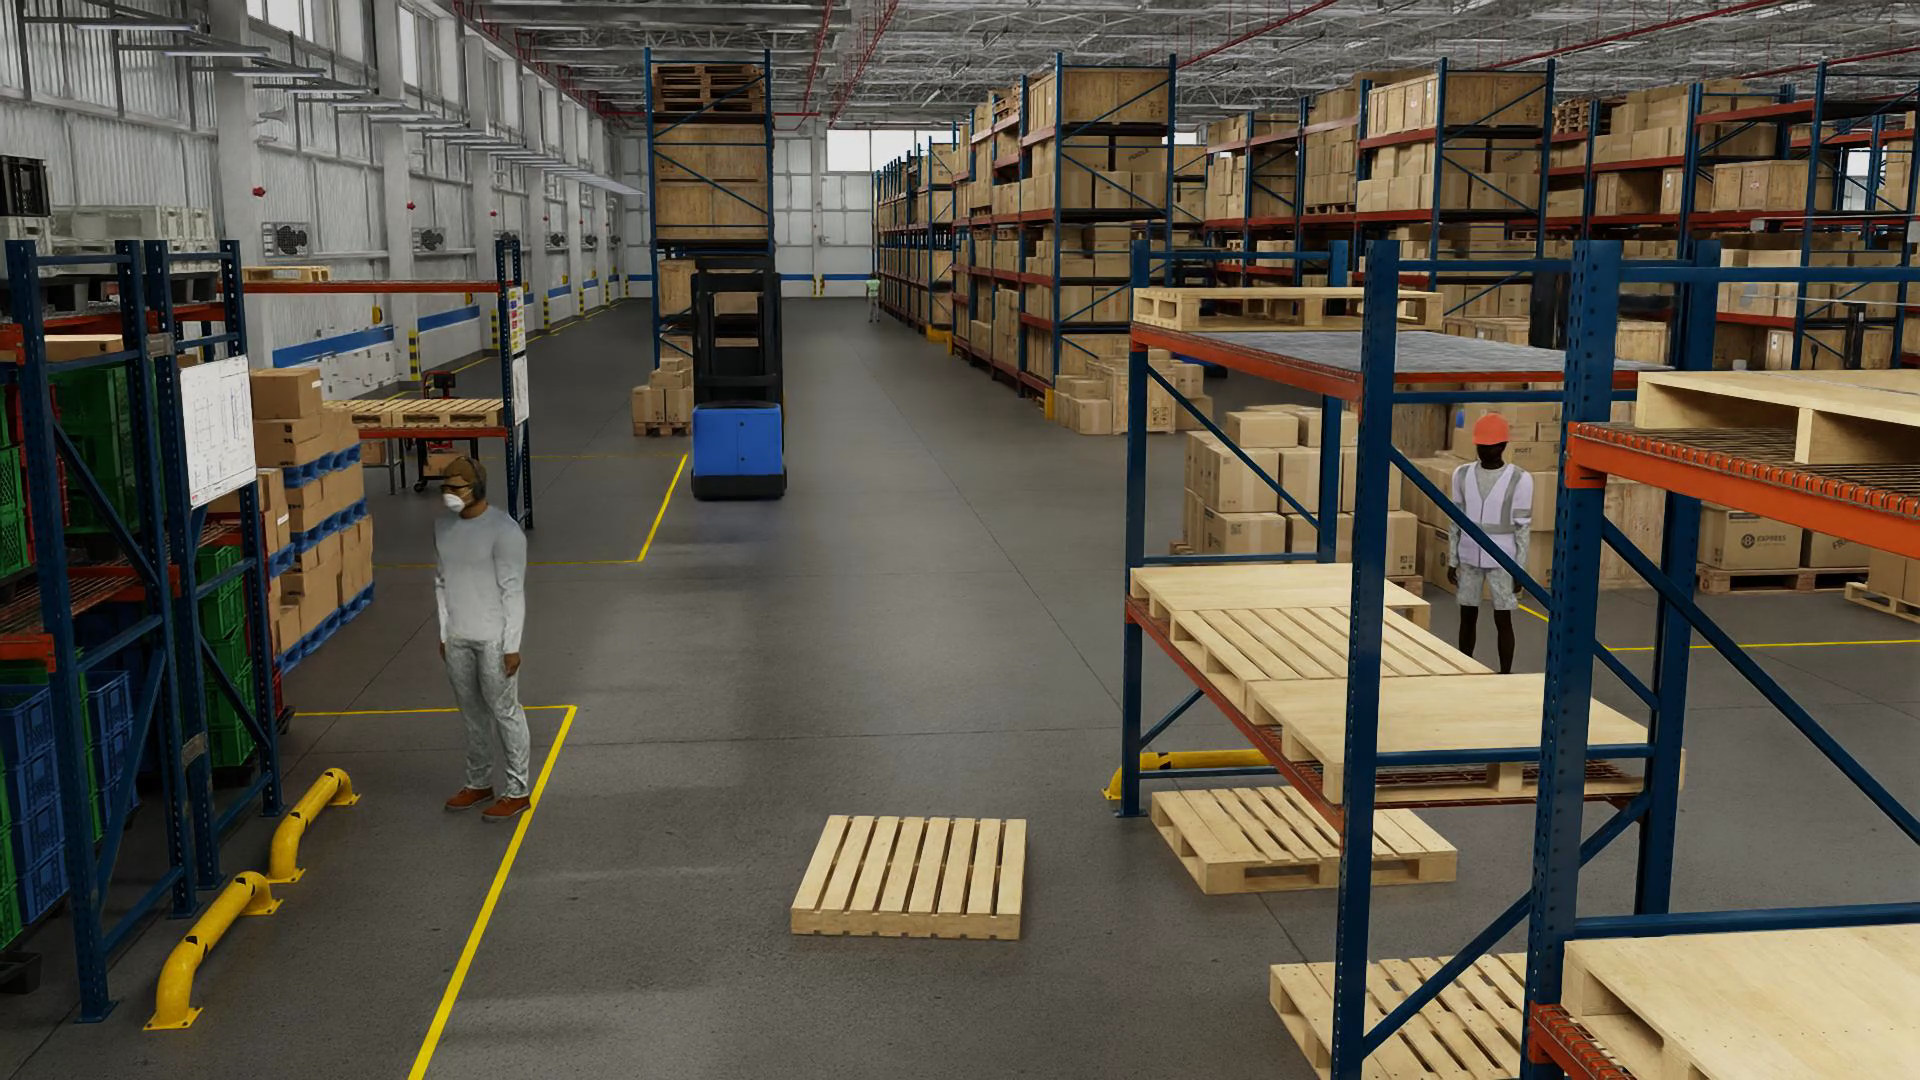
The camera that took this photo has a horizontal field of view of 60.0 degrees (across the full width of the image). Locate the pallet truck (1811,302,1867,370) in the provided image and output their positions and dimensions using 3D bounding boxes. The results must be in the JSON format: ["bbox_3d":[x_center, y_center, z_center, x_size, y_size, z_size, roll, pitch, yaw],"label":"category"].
[{"bbox_3d":[15.846,-3.142,28.793,1.885,1.965,0.823,2,10,12],"label":"pallet truck"}]

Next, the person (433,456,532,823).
[{"bbox_3d":[-2.515,0.511,8.742,0.631,1.931,0.366,7,12,32],"label":"person"}]

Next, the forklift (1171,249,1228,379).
[{"bbox_3d":[5.183,-4.982,36.541,1.129,2.768,1.873,-1,10,-6],"label":"forklift"}]

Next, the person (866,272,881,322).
[{"bbox_3d":[-3.211,-9.013,61.734,0.563,1.847,0.389,-1,10,-8],"label":"person"}]

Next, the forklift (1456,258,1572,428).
[{"bbox_3d":[6.666,-1.762,18.698,1.873,2.768,1.129,-1,10,-7],"label":"forklift"}]

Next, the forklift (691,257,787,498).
[{"bbox_3d":[-2.677,-1.998,20.002,1.129,2.768,1.873,-1,10,-6],"label":"forklift"}]

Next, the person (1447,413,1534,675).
[{"bbox_3d":[3.442,0.128,10.882,0.543,1.928,0.400,8,13,38],"label":"person"}]
